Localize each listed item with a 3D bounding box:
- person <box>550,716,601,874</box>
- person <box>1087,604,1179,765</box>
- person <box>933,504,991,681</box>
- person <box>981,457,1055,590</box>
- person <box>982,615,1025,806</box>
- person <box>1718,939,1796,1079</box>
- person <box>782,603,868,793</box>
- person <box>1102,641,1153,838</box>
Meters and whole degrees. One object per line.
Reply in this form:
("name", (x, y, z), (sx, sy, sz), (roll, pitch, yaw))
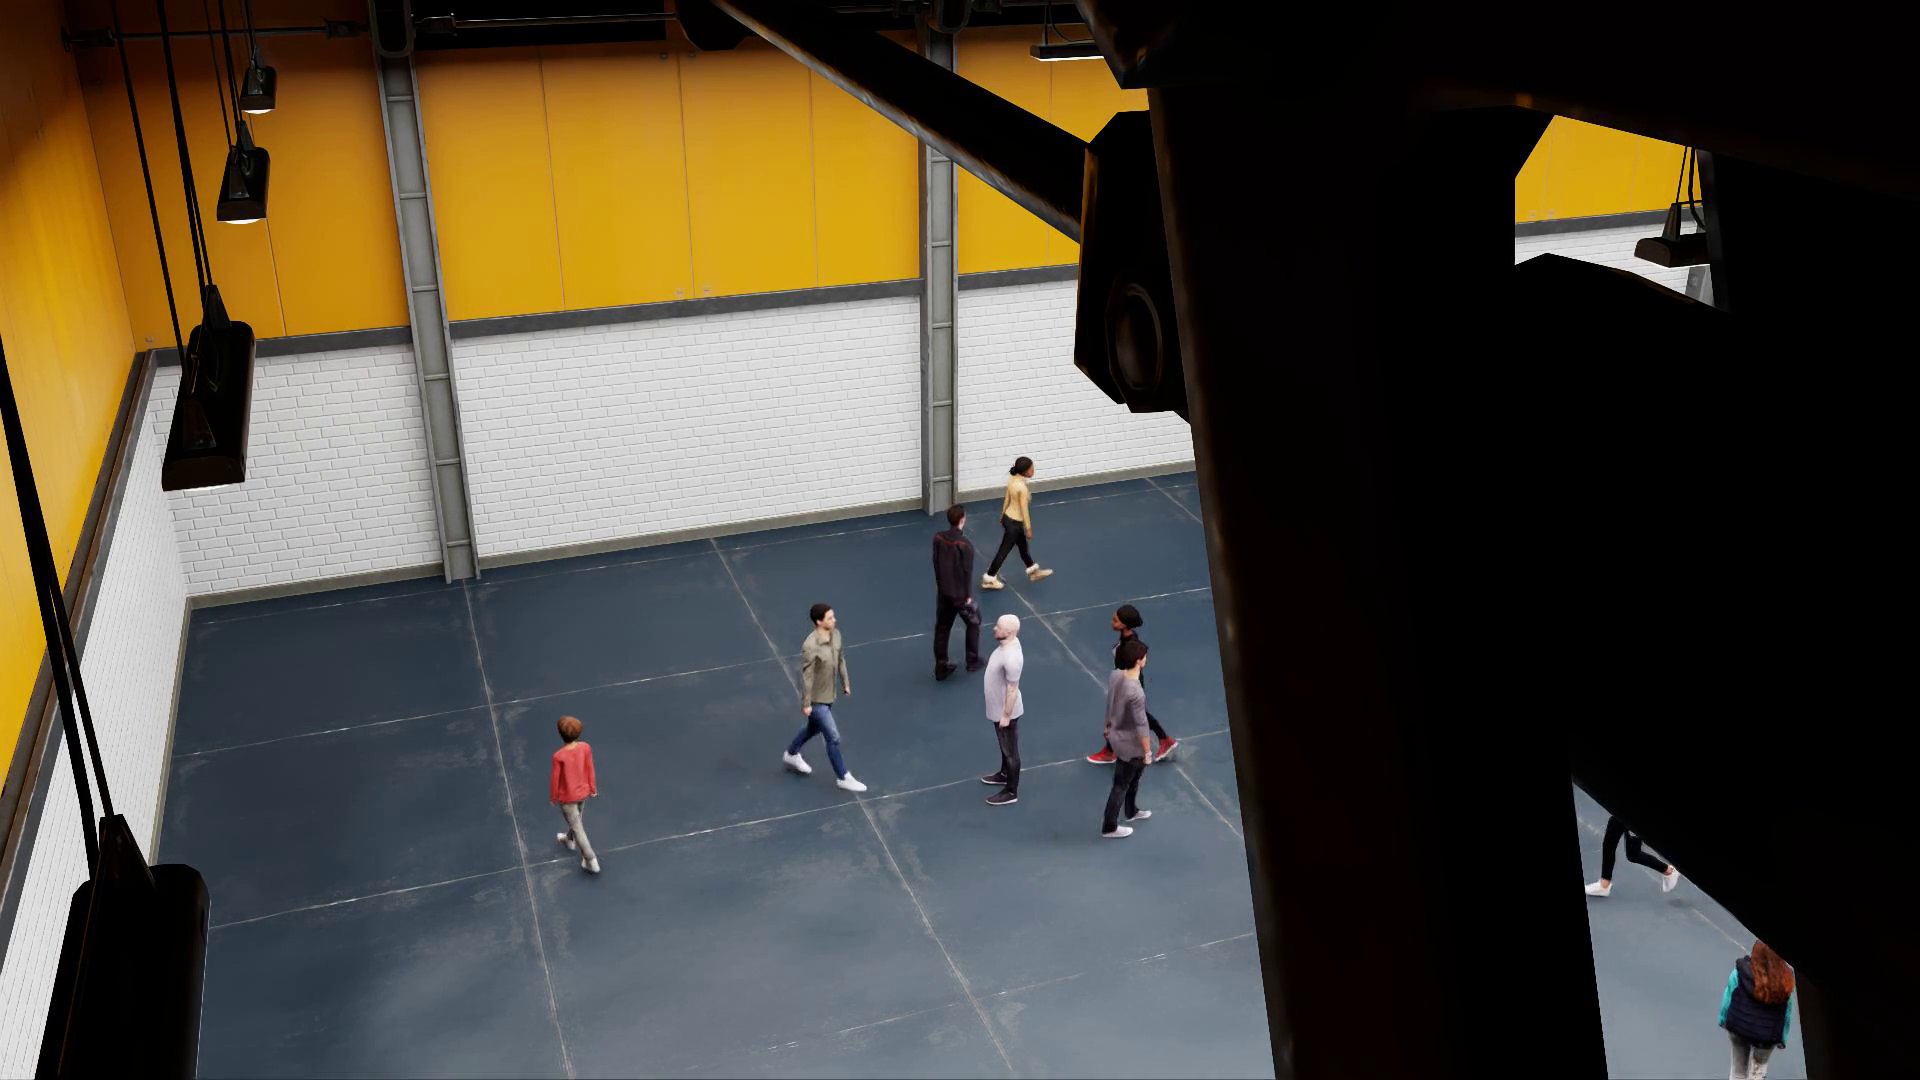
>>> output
("person", (-3.222, 2.163, 14.014), (0.943, 1.383, 0.841), (-21, 31, -40))
("person", (1.660, 1.367, 15.514), (1.171, 1.640, 0.882), (0, 24, 0))
("person", (-0.097, 0.576, 17.010), (0.938, 1.890, 1.027), (18, 29, 35))
("person", (0.529, -0.170, 19.060), (1.125, 1.616, 0.701), (-8, 25, -17))
("person", (0.406, 1.490, 14.984), (0.669, 1.838, 0.719), (-2, 24, -5))
("person", (5.355, 3.328, 11.209), (0.709, 1.495, 0.770), (10, 26, 22))
("person", (-1.355, 1.403, 15.194), (1.251, 1.830, 1.194), (10, 26, 22))
("person", (1.357, 1.751, 14.398), (0.752, 1.829, 0.717), (-7, 25, -16))
